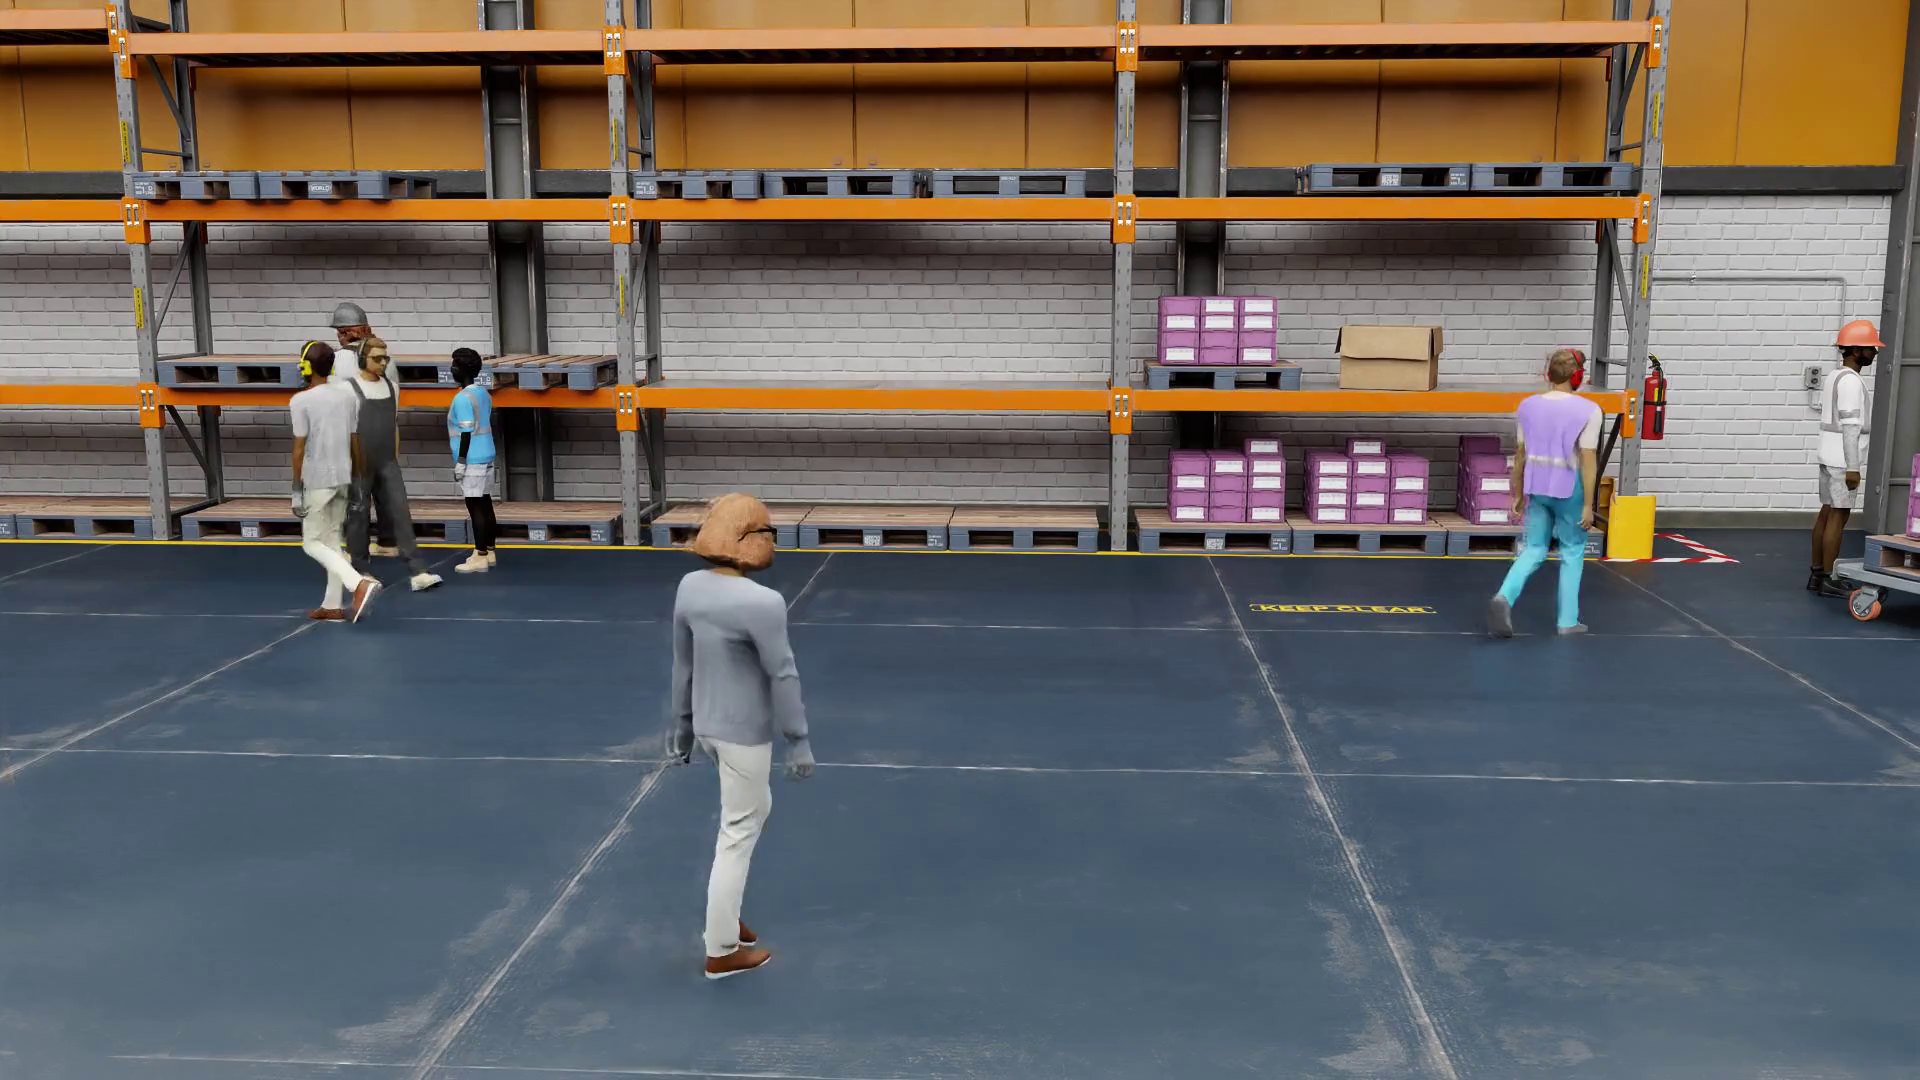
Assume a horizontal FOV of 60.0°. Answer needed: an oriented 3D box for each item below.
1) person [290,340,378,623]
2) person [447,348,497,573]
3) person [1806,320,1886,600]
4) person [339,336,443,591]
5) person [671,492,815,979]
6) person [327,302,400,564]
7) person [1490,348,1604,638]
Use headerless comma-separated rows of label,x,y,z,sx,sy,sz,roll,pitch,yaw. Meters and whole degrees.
person,-4.026,-0.352,10.666,0.635,1.850,0.539,5,11,27
person,-3.688,-0.603,12.571,0.320,1.697,0.531,0,10,2
person,6.192,-0.561,11.623,0.361,1.939,0.542,2,10,14
person,-4.054,-0.510,11.670,0.878,1.809,0.520,8,12,38
person,-0.707,0.644,5.494,0.427,1.614,0.513,-9,13,-42
person,-4.710,-0.843,12.977,0.535,2.000,0.680,3,10,19
person,3.641,-0.270,10.268,0.766,1.824,0.570,-7,12,-36
